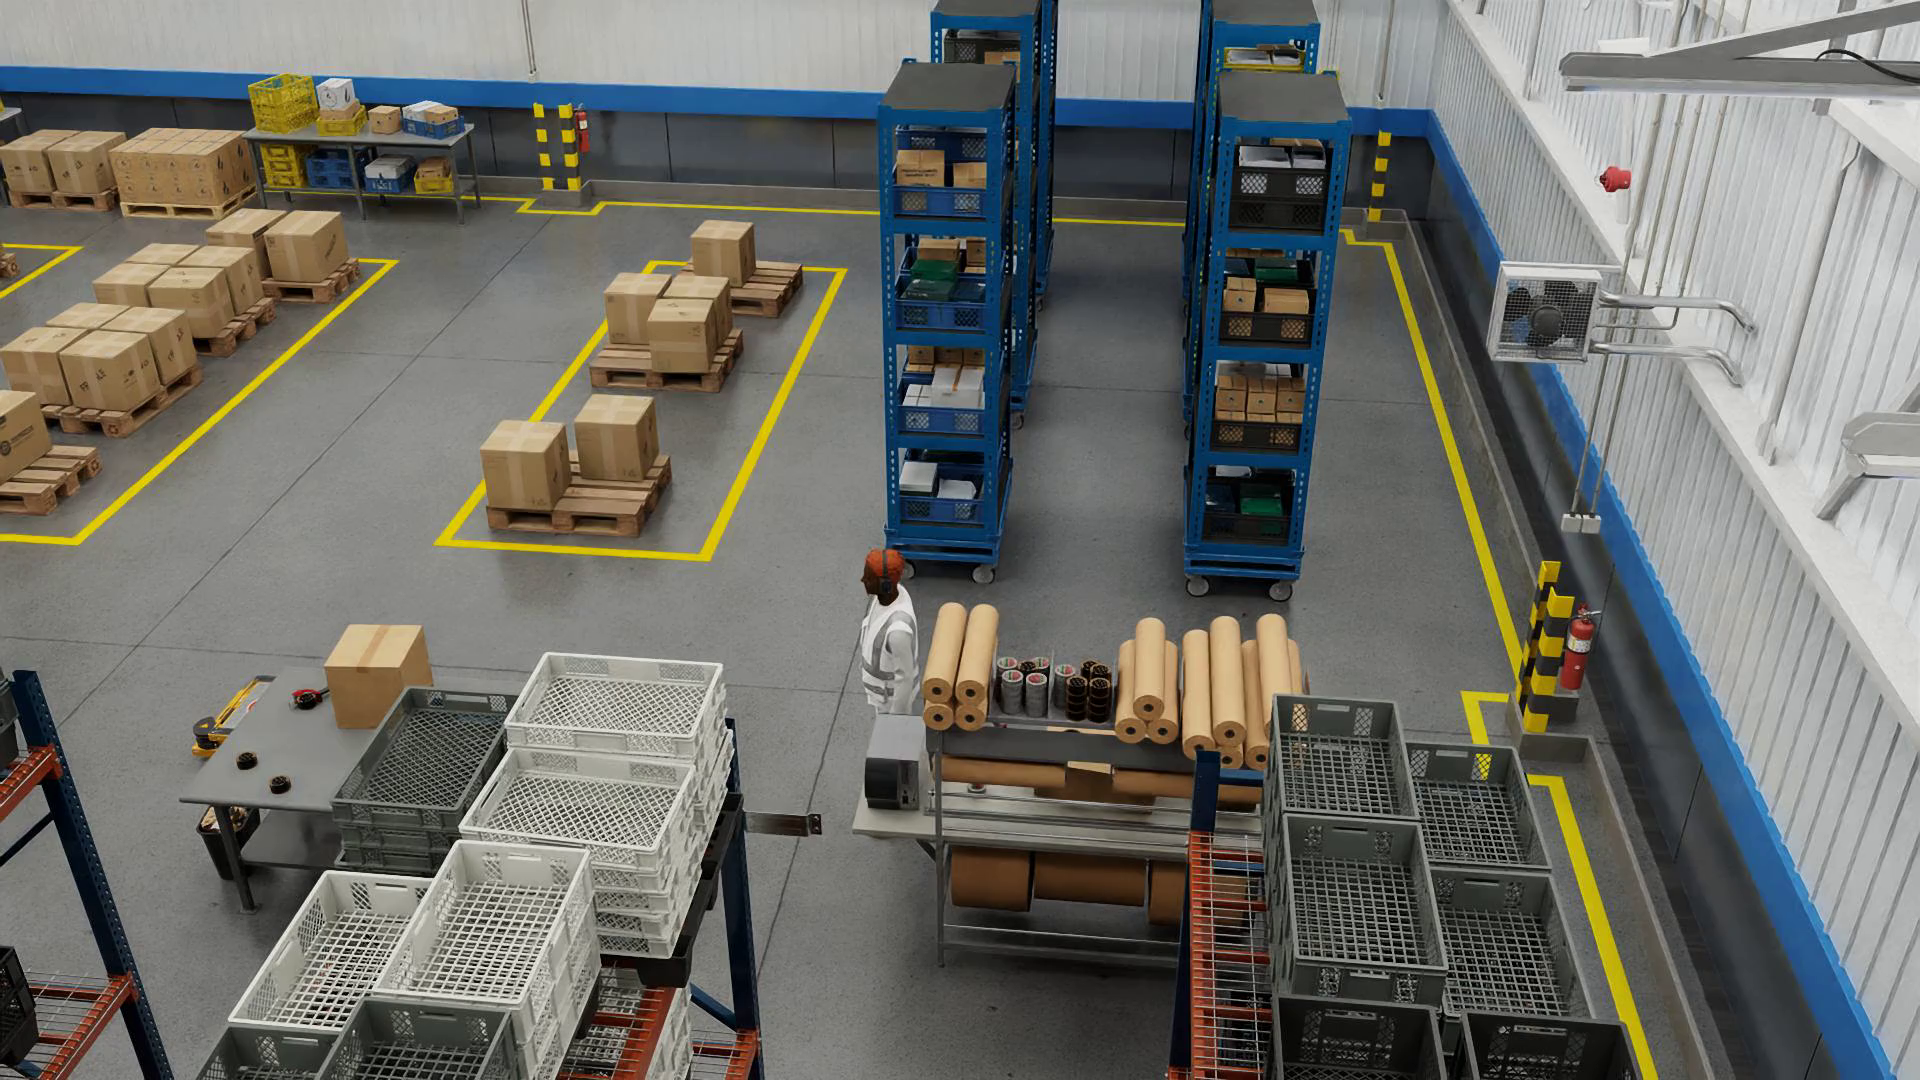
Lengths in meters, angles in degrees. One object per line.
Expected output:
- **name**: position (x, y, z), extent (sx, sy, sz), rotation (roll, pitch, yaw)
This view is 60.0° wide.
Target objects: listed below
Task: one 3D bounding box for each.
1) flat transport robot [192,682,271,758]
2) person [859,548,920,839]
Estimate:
- **flat transport robot**: position (-4.089, 1.163, 10.648), extent (1.431, 0.197, 0.652), rotation (3, 30, 6)
- **person**: position (-0.409, 0.871, 9.572), extent (0.346, 1.882, 0.582), rotation (-6, 31, -9)
